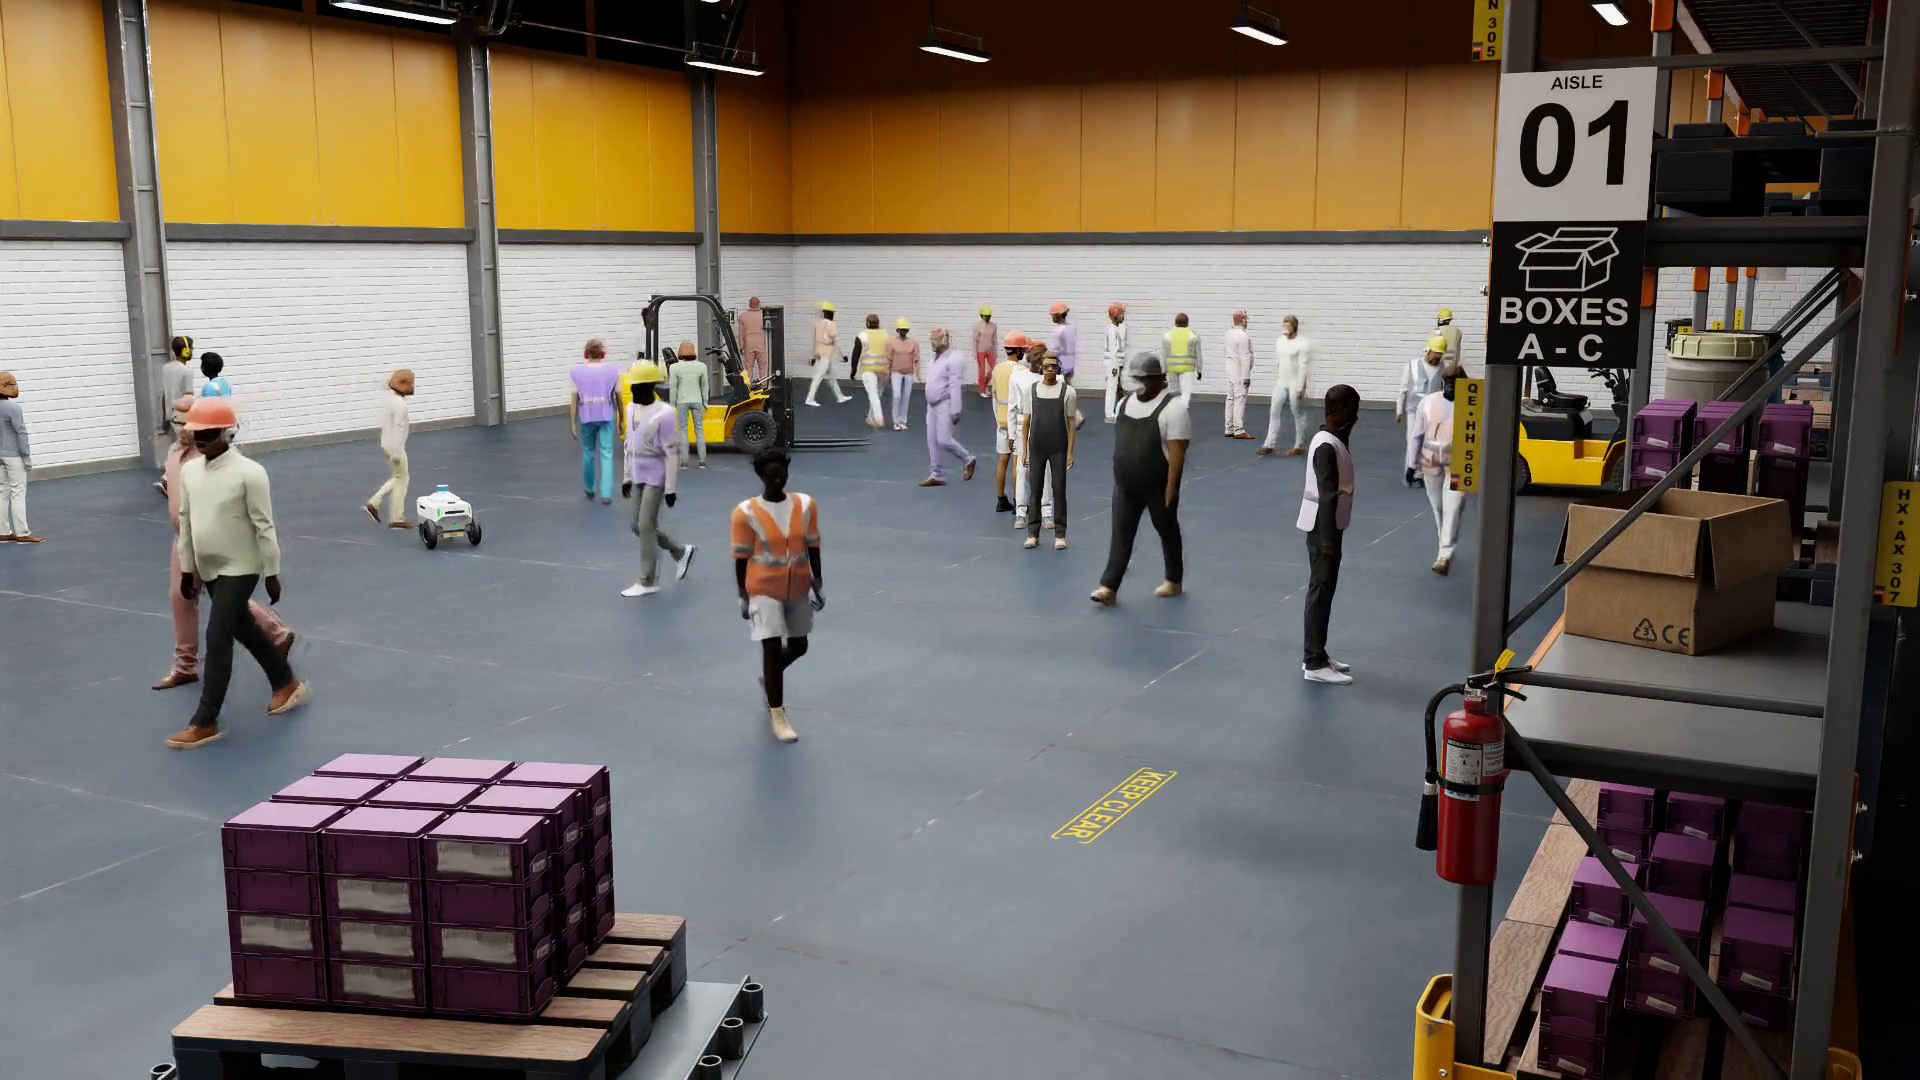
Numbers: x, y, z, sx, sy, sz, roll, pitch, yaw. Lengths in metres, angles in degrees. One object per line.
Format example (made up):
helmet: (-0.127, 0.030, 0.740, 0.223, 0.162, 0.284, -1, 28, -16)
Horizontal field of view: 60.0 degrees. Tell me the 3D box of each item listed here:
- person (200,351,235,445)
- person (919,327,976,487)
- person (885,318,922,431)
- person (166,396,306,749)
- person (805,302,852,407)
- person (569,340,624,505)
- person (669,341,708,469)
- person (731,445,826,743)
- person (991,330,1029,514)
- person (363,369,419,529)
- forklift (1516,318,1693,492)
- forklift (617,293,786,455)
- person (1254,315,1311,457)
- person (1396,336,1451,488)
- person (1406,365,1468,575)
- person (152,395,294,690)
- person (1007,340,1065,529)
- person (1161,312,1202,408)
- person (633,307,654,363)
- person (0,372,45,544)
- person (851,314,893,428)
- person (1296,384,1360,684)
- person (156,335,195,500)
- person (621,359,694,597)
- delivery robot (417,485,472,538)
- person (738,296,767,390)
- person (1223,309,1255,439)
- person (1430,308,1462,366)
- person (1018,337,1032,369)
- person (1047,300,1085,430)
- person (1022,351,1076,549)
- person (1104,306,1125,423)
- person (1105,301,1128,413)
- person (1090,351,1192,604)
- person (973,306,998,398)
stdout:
person: (-7.965, -1.171, 17.844, 0.319, 1.698, 0.532, -1, 10, -6)
person: (-0.166, -1.565, 19.572, 0.594, 1.885, 0.657, -6, 11, -31)
person: (-0.861, -2.553, 25.703, 0.537, 1.742, 0.676, -3, 10, -16)
person: (-4.187, 0.153, 9.562, 0.631, 1.921, 1.026, 5, 11, 26)
person: (-2.396, -3.339, 29.917, 1.037, 1.864, 0.584, -6, 12, -32)
person: (-4.014, -1.316, 18.414, 0.582, 1.792, 0.945, -2, 10, -12)
person: (-3.459, -1.724, 21.232, 0.507, 1.631, 0.271, -4, 11, -22)
person: (-1.070, 0.276, 9.531, 0.536, 1.676, 0.661, -6, 11, -31)
person: (0.574, -1.238, 17.540, 0.354, 1.938, 0.544, -8, 13, -40)
person: (-5.623, -0.896, 16.503, 0.489, 1.606, 0.515, -6, 11, -30)
forklift: (7.066, -1.601, 18.899, 2.313, 2.155, 1.214, 5, 11, 27)
forklift: (-3.588, -2.317, 23.042, 2.313, 2.155, 1.214, -1, 10, -5)
person: (4.338, -2.045, 22.288, 0.884, 1.906, 0.662, -6, 12, -32)
person: (5.438, -1.489, 19.432, 0.637, 1.788, 0.456, 1, 10, 5)
person: (4.217, -0.622, 14.421, 0.627, 1.794, 0.976, 7, 12, 34)
person: (-4.731, -0.004, 10.613, 0.666, 1.872, 0.766, 5, 11, 26)
person: (0.757, -1.046, 16.589, 0.574, 1.883, 0.355, 0, 10, -2)
person: (3.513, -2.712, 26.438, 0.633, 1.812, 0.893, 3, 10, 16)
person: (-4.824, -2.575, 25.328, 0.466, 1.922, 0.749, -1, 10, -7)
person: (-8.980, -0.774, 15.732, 0.497, 1.633, 0.285, 4, 11, 23)
person: (-1.368, -2.662, 26.225, 0.642, 1.797, 0.973, -4, 11, -21)
person: (2.369, -0.048, 10.727, 0.391, 1.913, 0.587, 2, 10, 13)
person: (-8.535, -1.306, 18.192, 0.562, 1.846, 0.451, 6, 12, 32)
person: (-2.453, -0.510, 13.411, 0.672, 1.909, 0.612, -9, 13, -42)
delivery robot: (-4.877, -0.279, 15.715, 0.477, 0.478, 0.707, -6, 12, -33)
person: (-3.960, -3.758, 32.217, 0.651, 1.907, 0.409, -1, 10, -4)
person: (4.151, -2.453, 24.648, 0.410, 1.913, 0.651, -3, 10, -15)
person: (8.060, -2.954, 27.763, 0.600, 1.836, 0.404, -3, 10, -17)
person: (0.908, -1.914, 22.372, 0.333, 1.628, 0.519, 4, 11, 22)
person: (1.543, -2.598, 25.134, 0.585, 2.029, 0.671, 7, 12, 35)
person: (0.821, -0.832, 15.456, 0.506, 1.847, 0.345, 2, 10, 10)
person: (2.499, -2.834, 26.932, 0.340, 1.883, 0.586, 1, 10, 5)
person: (2.665, -3.110, 28.423, 0.410, 1.917, 0.564, 0, 10, 2)
person: (1.454, -0.514, 13.053, 0.698, 2.000, 1.010, 8, 13, 39)
person: (0.497, -3.569, 31.558, 0.557, 1.747, 0.365, -6, 11, -30)
